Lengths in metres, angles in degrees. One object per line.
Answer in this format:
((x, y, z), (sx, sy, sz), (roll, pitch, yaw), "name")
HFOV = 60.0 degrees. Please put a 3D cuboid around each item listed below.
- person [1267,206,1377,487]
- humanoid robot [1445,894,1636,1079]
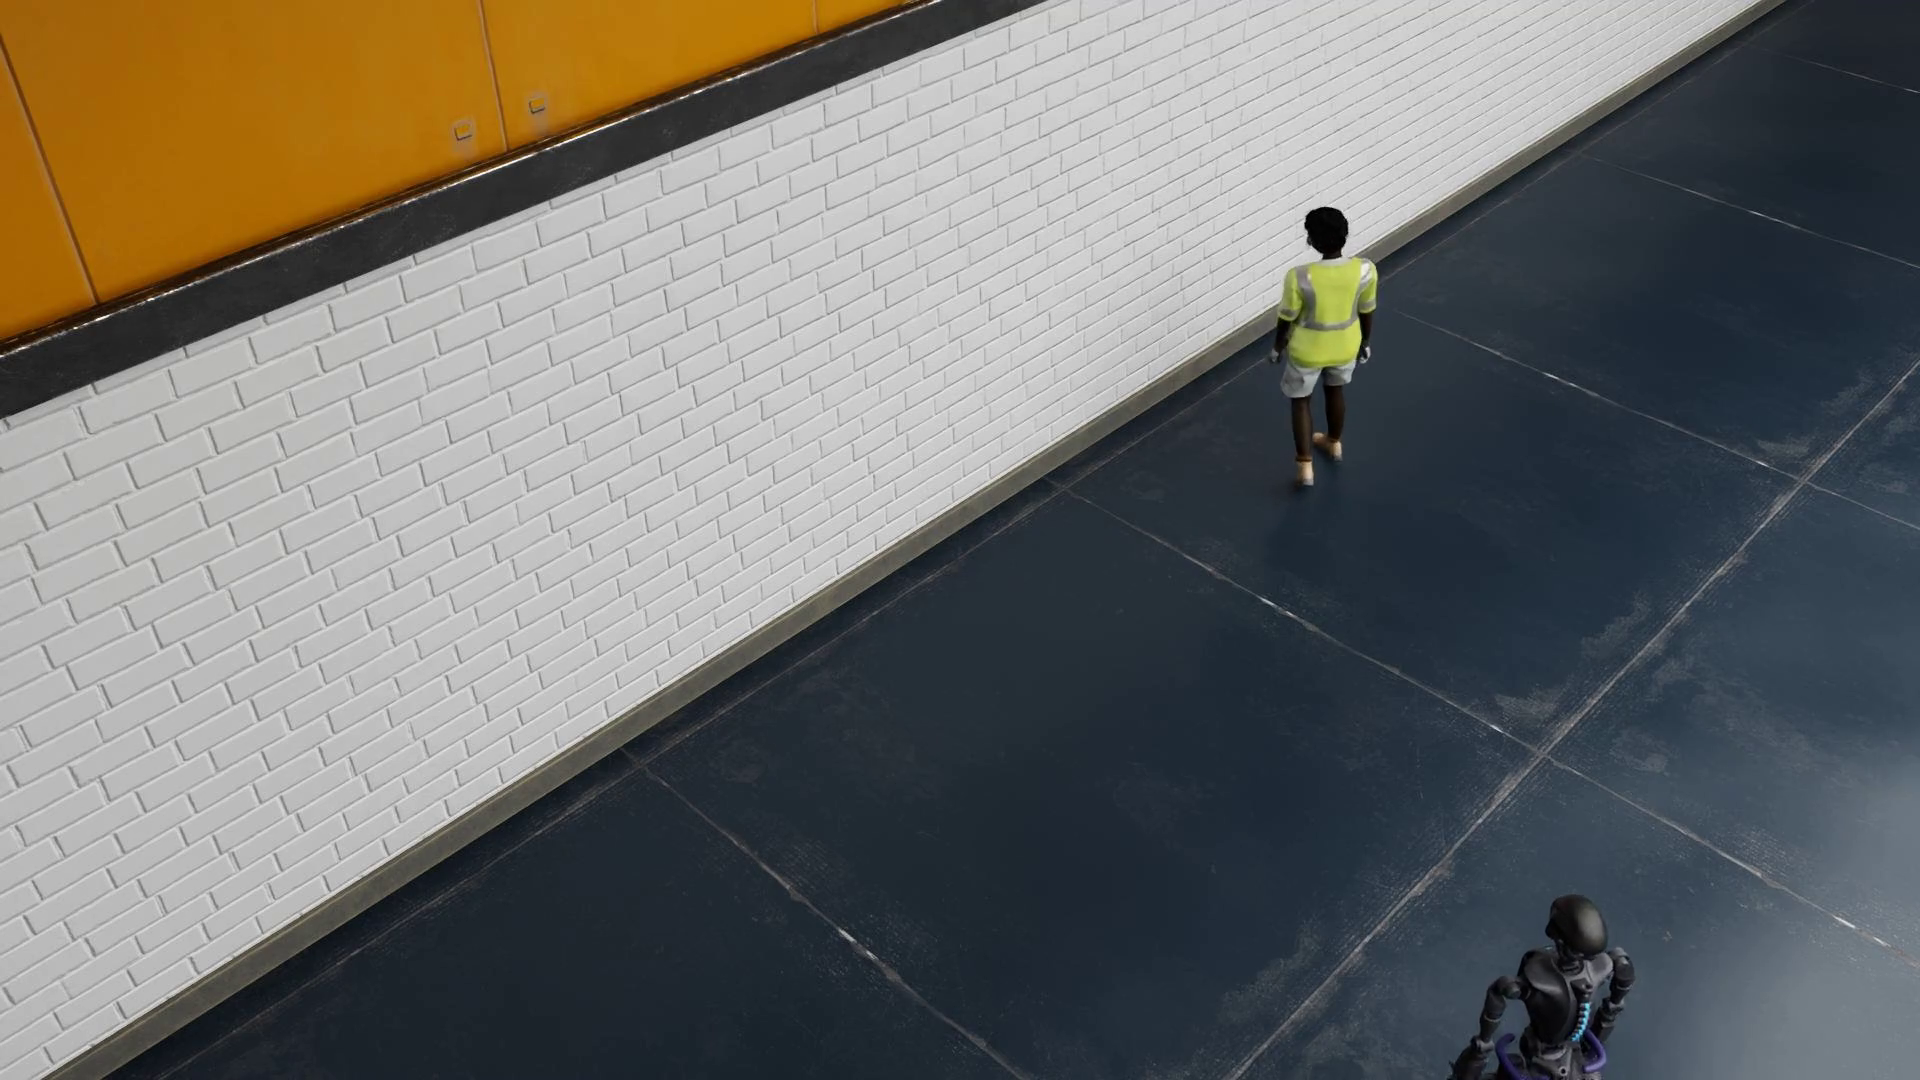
((1.995, -1.031, 9.091), (0.565, 1.657, 0.601), (-6, 39, -7), "person")
((1.911, 1.771, 5.574), (0.603, 1.647, 0.451), (-9, 40, -11), "humanoid robot")
